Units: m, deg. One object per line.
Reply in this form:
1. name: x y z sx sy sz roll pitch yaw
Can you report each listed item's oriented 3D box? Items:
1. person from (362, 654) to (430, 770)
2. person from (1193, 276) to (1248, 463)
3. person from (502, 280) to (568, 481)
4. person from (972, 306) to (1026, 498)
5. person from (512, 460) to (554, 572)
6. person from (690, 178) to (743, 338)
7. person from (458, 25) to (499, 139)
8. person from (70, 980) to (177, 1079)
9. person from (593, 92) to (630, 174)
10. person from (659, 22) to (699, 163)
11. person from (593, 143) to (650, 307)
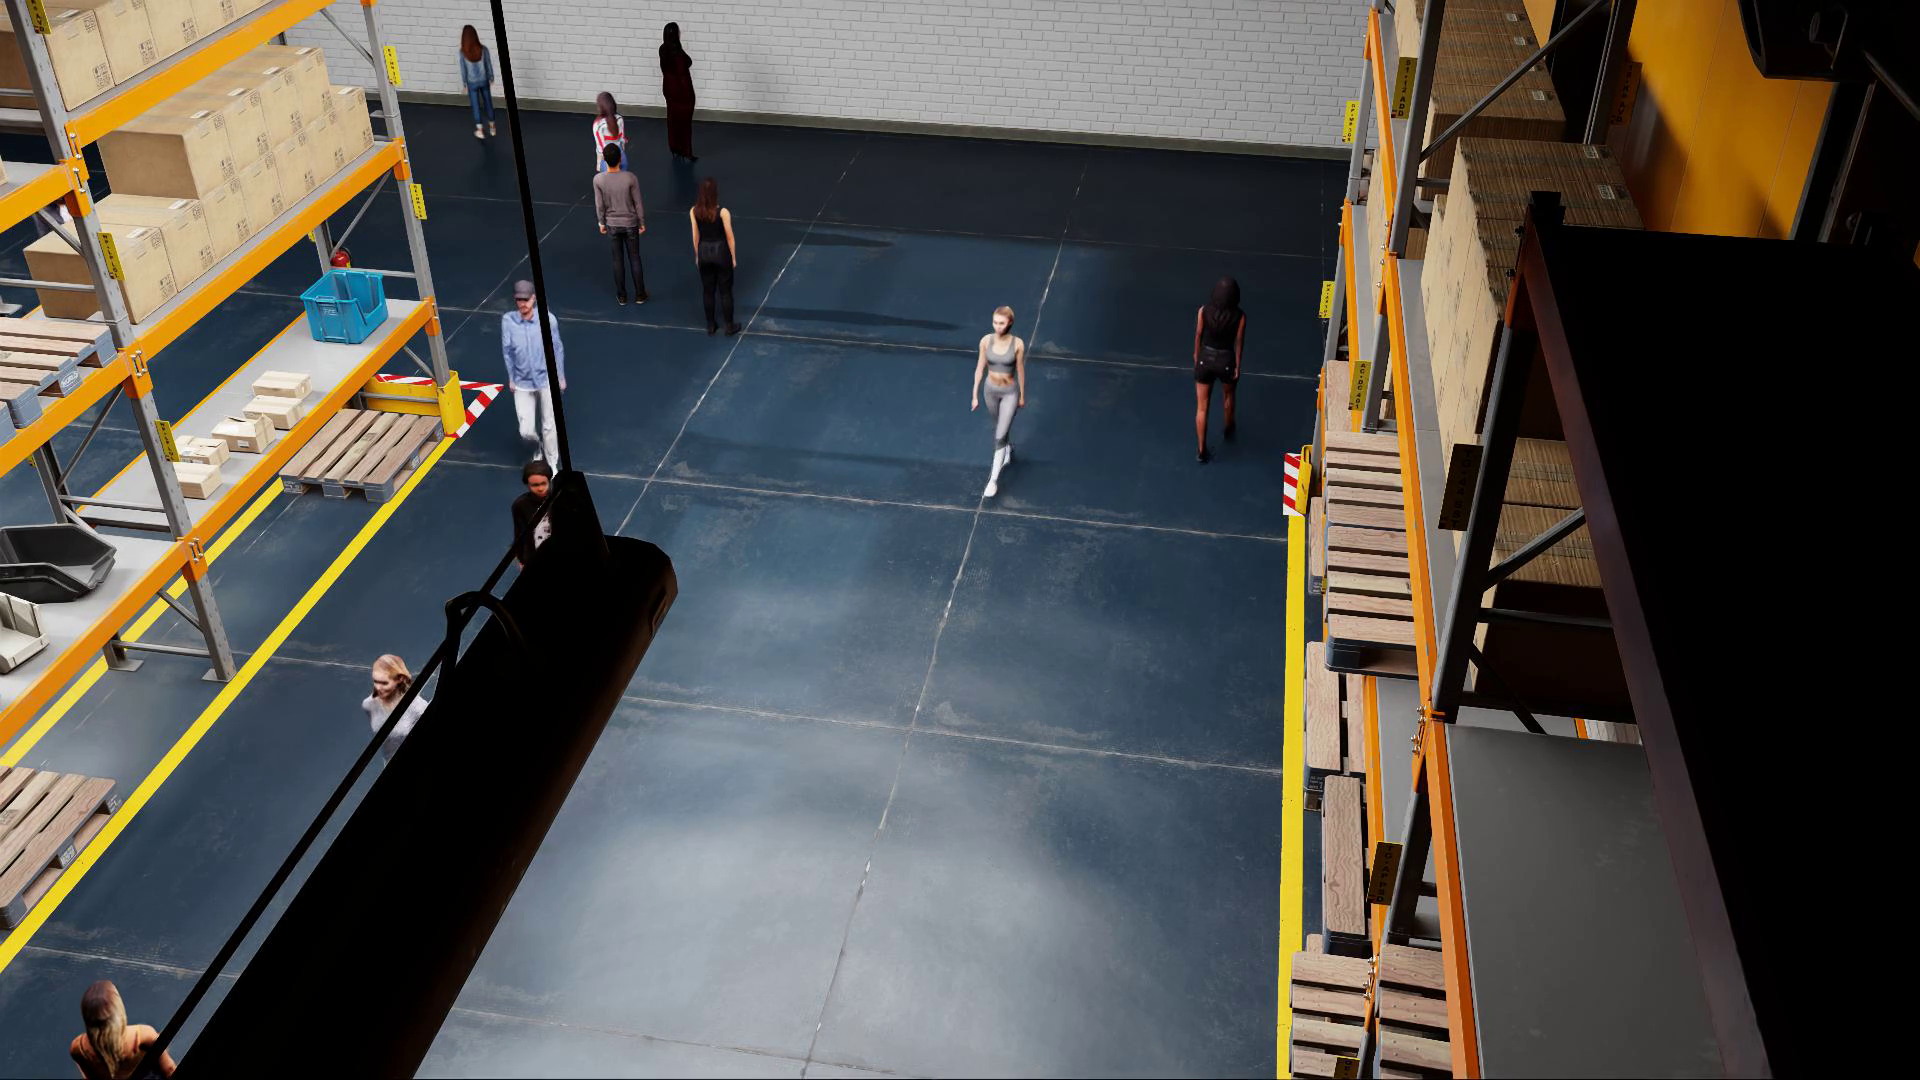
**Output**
1. person: -3.396 1.405 10.474 0.613 1.762 1.146 6 34 9
2. person: 2.277 -1.494 14.878 0.649 1.714 0.972 7 34 11
3. person: -3.738 -1.446 14.655 0.763 1.881 0.758 -5 34 -7
4. person: 0.381 -1.290 14.626 0.678 1.654 1.161 9 35 14
5. person: -3.126 0.094 12.532 0.700 1.665 0.719 -11 35 -16
6. person: -2.509 -2.884 16.993 0.579 1.687 0.514 6 34 8
7. person: -6.370 -6.060 21.962 0.646 1.477 0.675 -15 36 -21
8. person: -4.156 2.849 8.423 0.644 1.626 0.640 -8 34 -11
9. person: -4.040 -4.436 19.394 0.725 1.613 0.618 27 42 34
10. person: -3.600 -5.712 21.184 0.803 1.758 0.769 -27 42 -34
11. person: -3.586 -3.337 17.602 0.625 1.768 0.692 5 34 7
